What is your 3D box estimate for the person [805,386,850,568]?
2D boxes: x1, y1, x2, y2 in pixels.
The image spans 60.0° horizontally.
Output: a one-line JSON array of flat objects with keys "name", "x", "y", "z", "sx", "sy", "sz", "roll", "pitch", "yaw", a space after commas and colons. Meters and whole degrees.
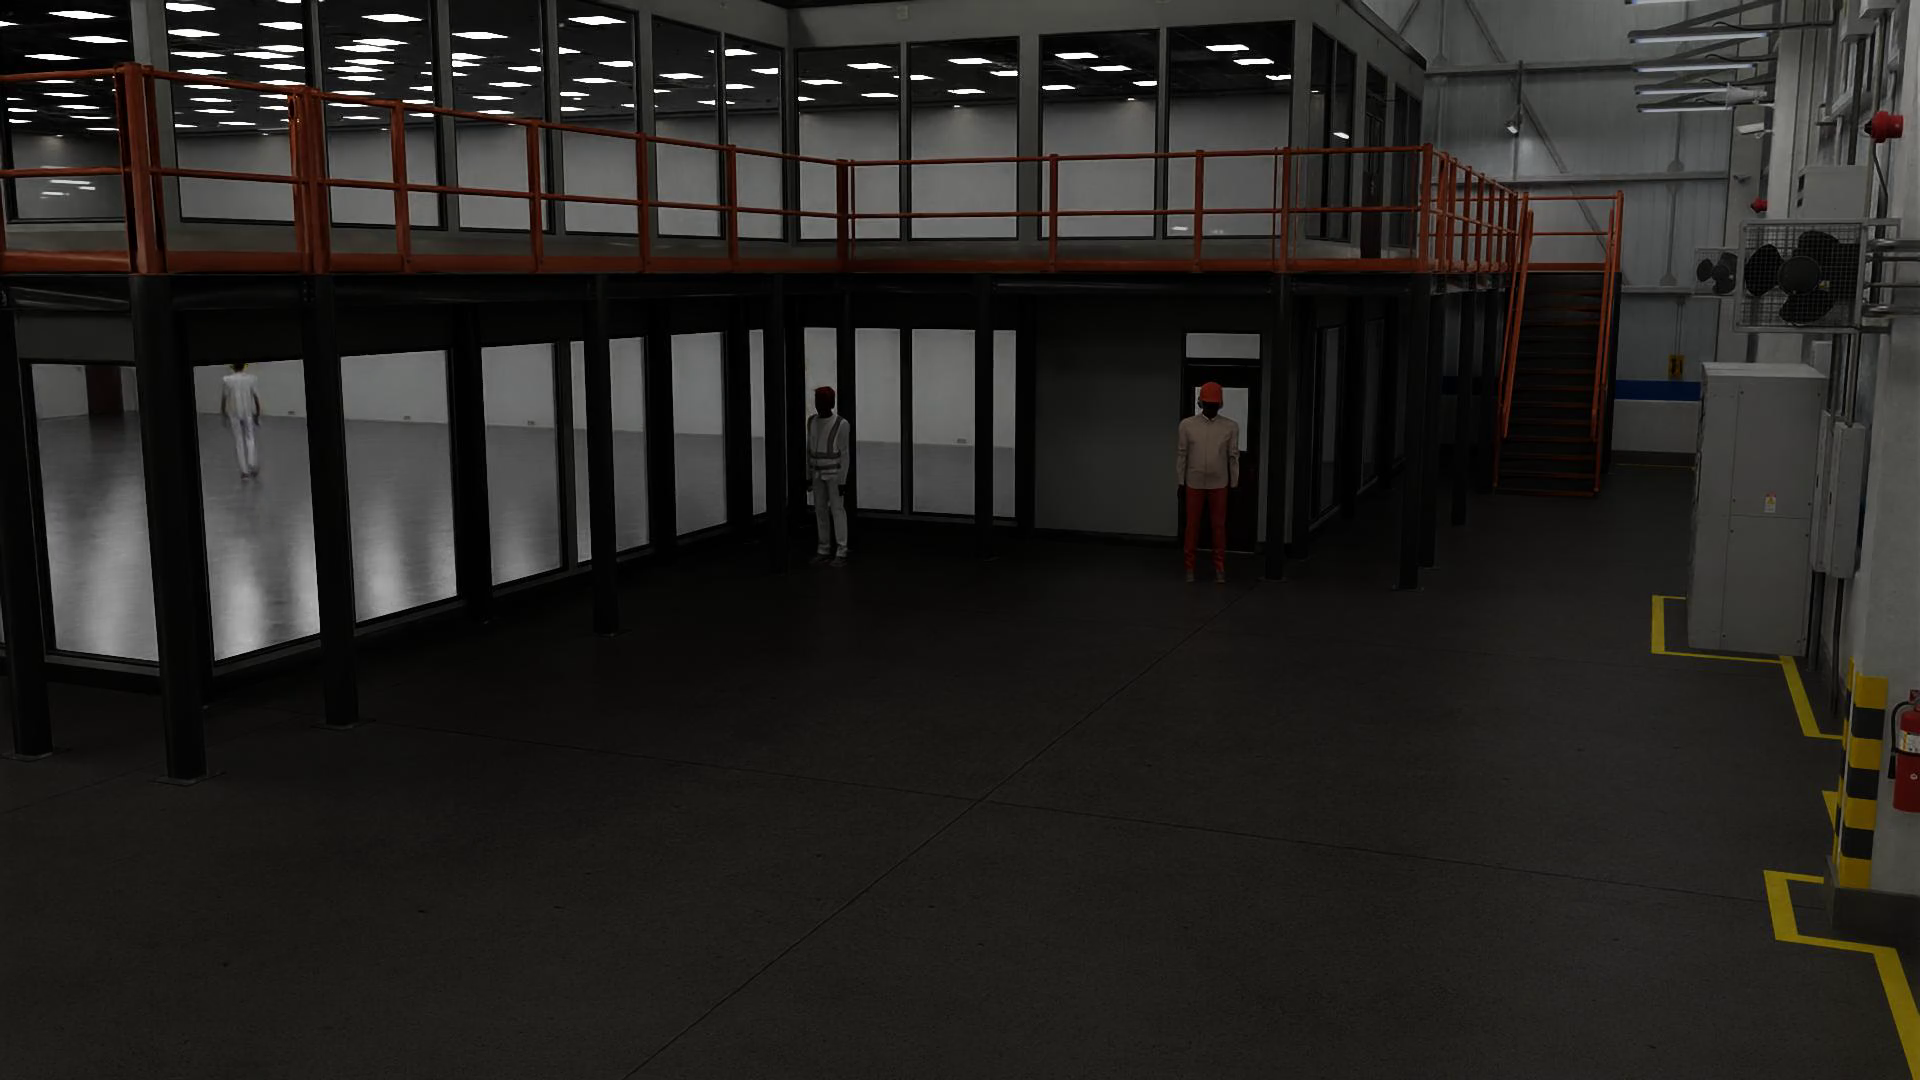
[{"name": "person", "x": -1.371, "y": -0.653, "z": 17.196, "sx": 0.576, "sy": 1.876, "sz": 0.346, "roll": 8, "pitch": 12, "yaw": 39}]

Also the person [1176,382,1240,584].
[{"name": "person", "x": 2.421, "y": -0.555, "z": 16.257, "sx": 0.612, "sy": 1.986, "sz": 0.406, "roll": 1, "pitch": 9, "yaw": 6}]
